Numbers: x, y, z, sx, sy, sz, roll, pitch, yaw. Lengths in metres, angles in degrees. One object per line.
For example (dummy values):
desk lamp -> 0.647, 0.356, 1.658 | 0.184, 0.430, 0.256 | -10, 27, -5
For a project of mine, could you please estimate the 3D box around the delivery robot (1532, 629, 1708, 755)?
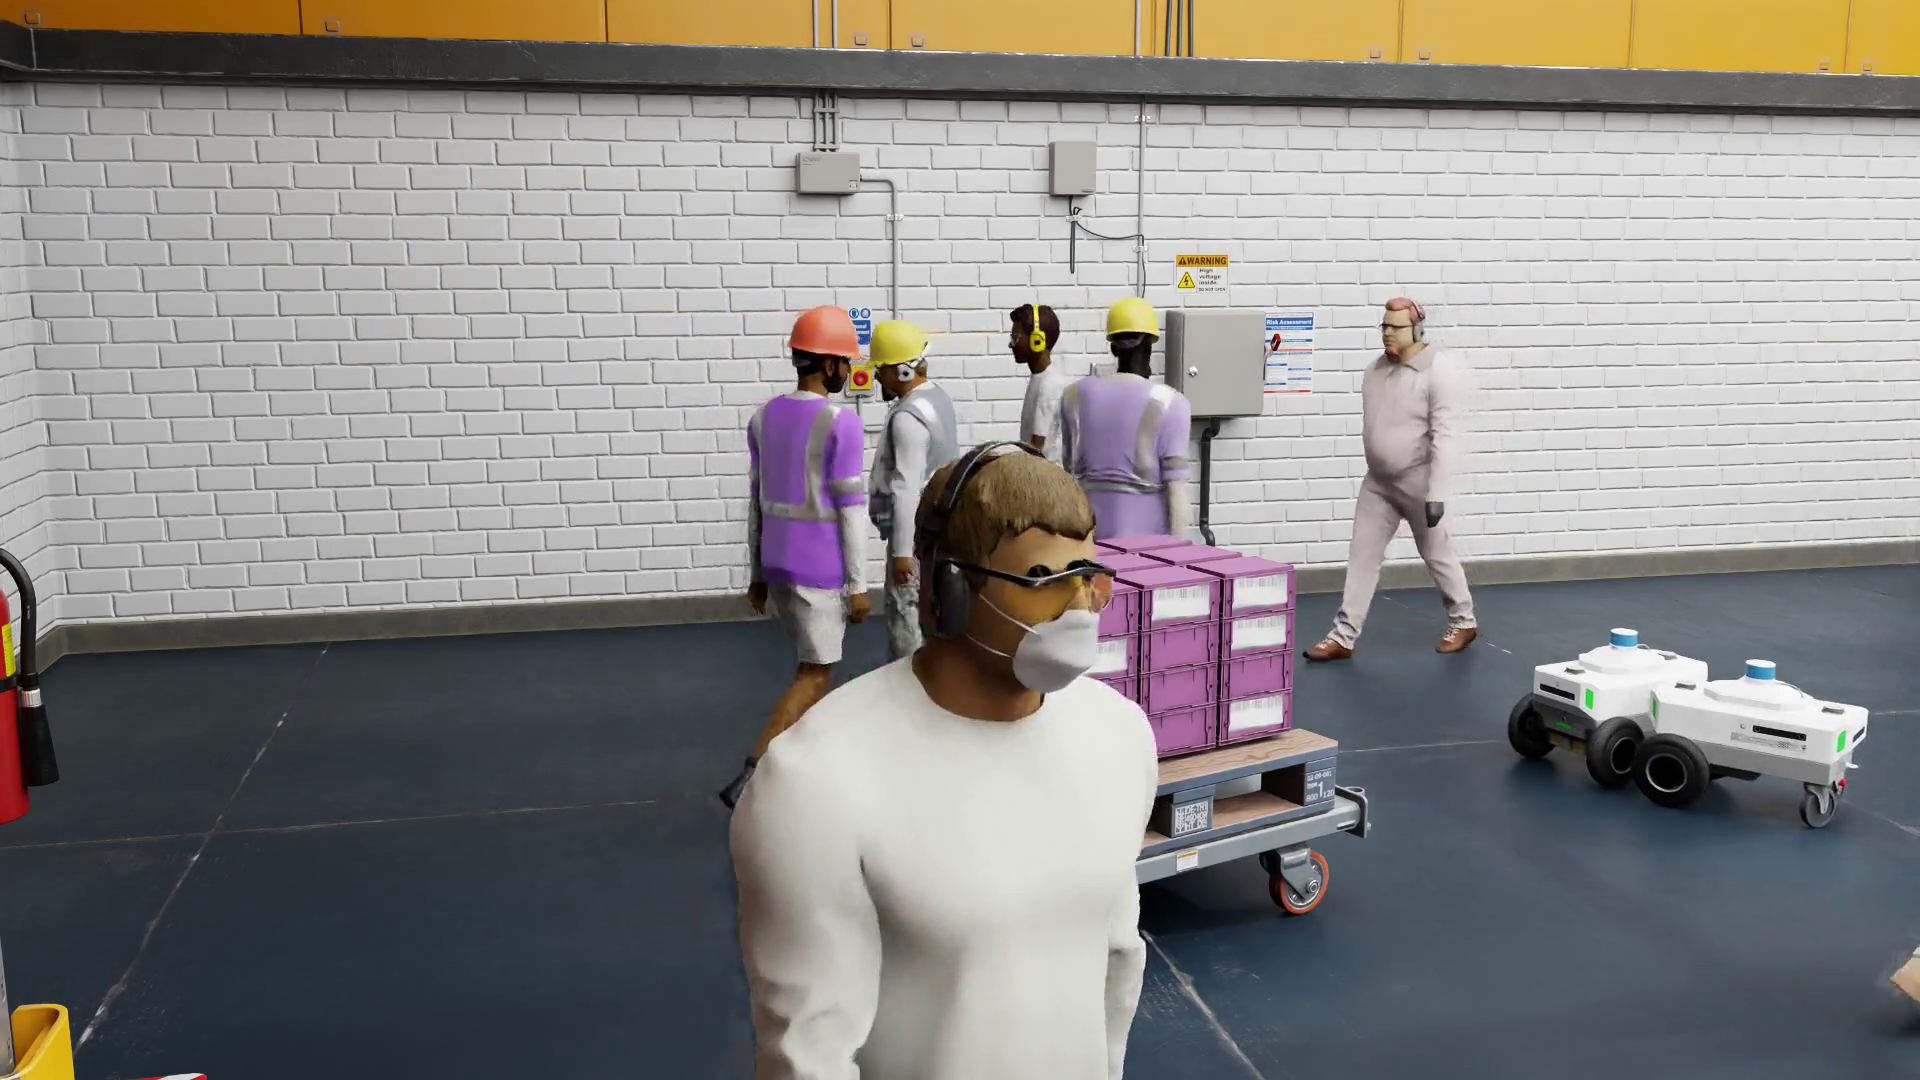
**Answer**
delivery robot -> 2.679, 0.603, 6.746 | 0.707, 0.478, 0.477 | -5, 11, -26

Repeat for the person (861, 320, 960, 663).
person -> -0.118, -0.048, 7.174 | 0.590, 1.795, 0.629 | 2, 10, 11

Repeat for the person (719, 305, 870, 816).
person -> -0.613, 0.106, 6.076 | 0.550, 1.911, 0.816 | 9, 14, 42

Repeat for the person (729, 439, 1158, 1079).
person -> -0.030, 0.809, 2.138 | 0.632, 1.910, 0.884 | -7, 12, -35

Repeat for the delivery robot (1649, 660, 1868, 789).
delivery robot -> 2.989, 0.694, 6.244 | 0.707, 0.478, 0.477 | 8, 13, 39

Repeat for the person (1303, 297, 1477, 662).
person -> 2.279, -0.302, 8.445 | 1.030, 1.854, 0.657 | -6, 12, -32

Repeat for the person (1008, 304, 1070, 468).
person -> 0.272, -0.175, 7.797 | 0.907, 1.834, 0.515 | -1, 10, -3

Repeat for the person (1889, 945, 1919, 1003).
person -> 2.957, 0.431, 4.529 | 0.949, 1.805, 0.638 | -3, 11, -14

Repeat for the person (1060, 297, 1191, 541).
person -> 0.681, -0.029, 6.770 | 0.605, 1.901, 0.452 | 7, 12, 33
